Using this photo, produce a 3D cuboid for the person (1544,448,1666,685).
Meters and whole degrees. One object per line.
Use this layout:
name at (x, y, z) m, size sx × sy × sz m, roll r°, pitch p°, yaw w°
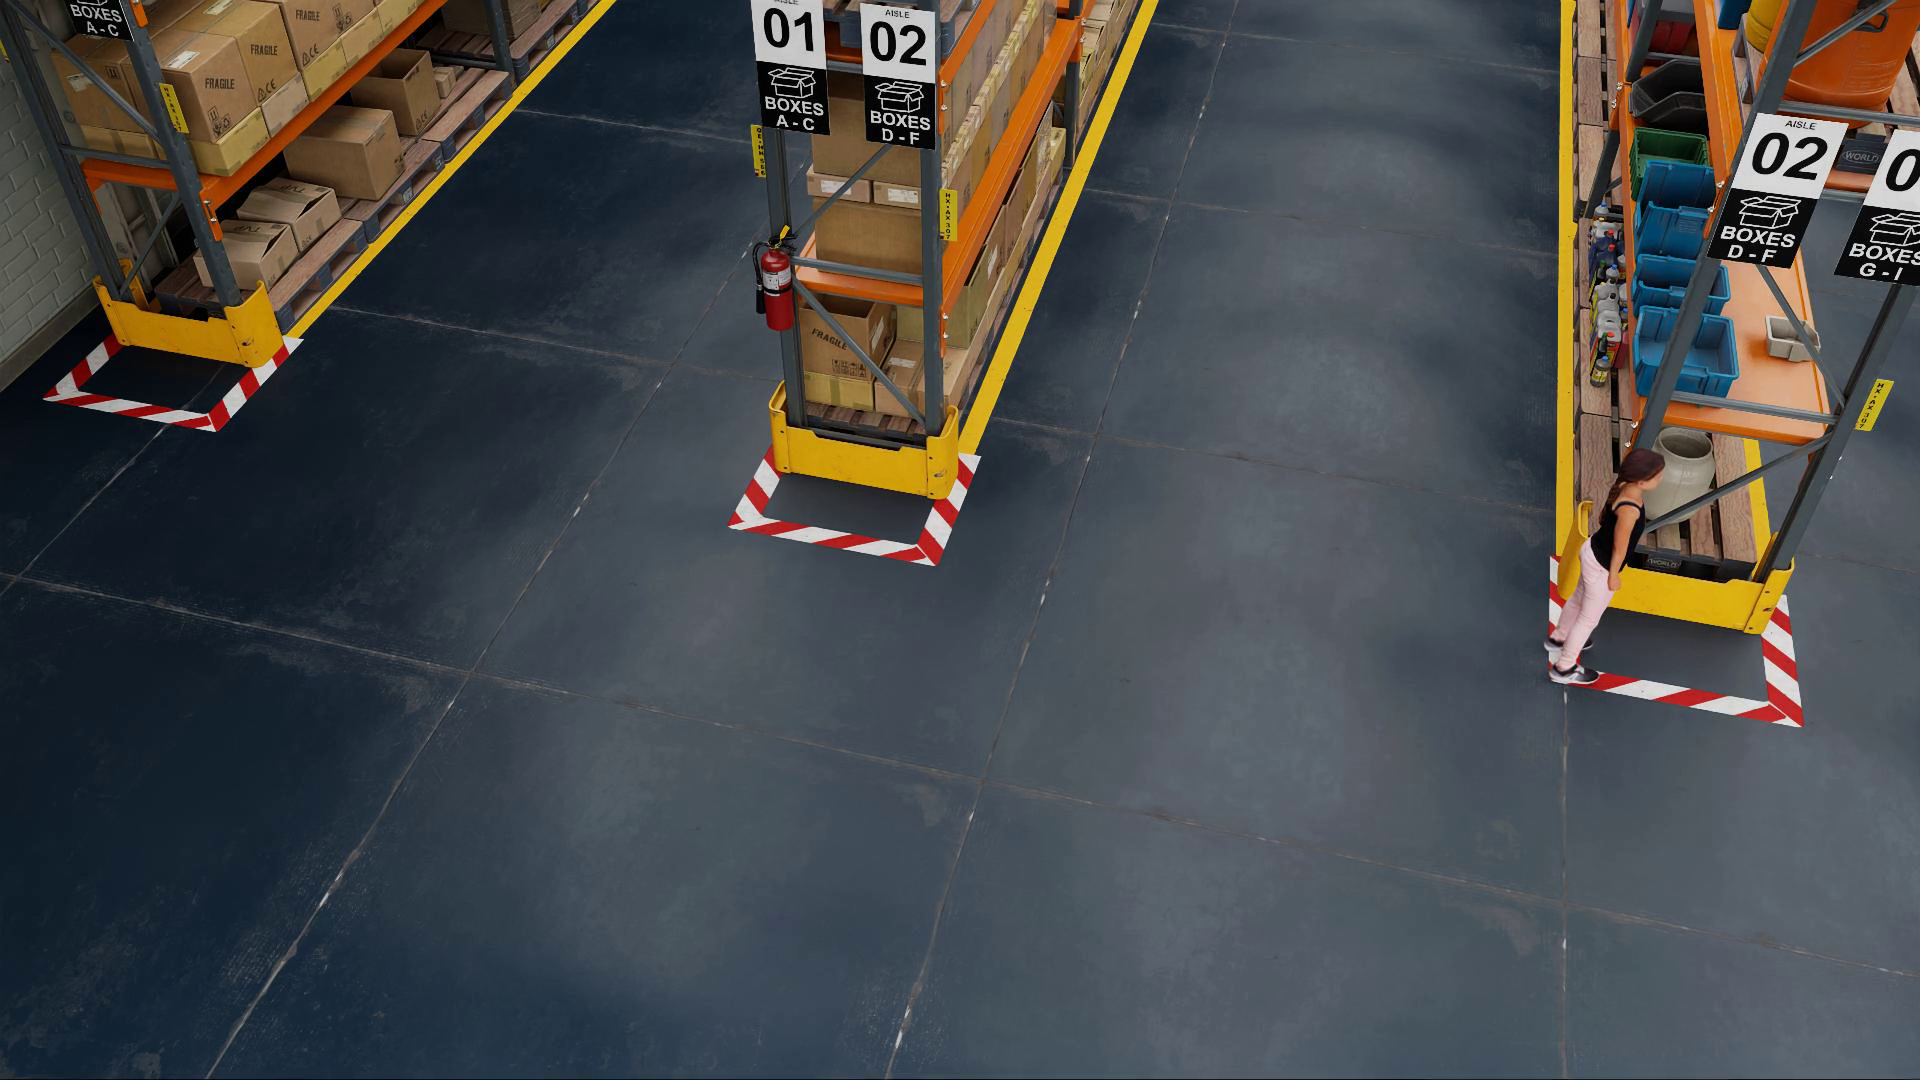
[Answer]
person at (3.462, 0.124, 8.965) m, size 0.585 × 1.562 × 0.453 m, roll 6°, pitch 43°, yaw 7°
